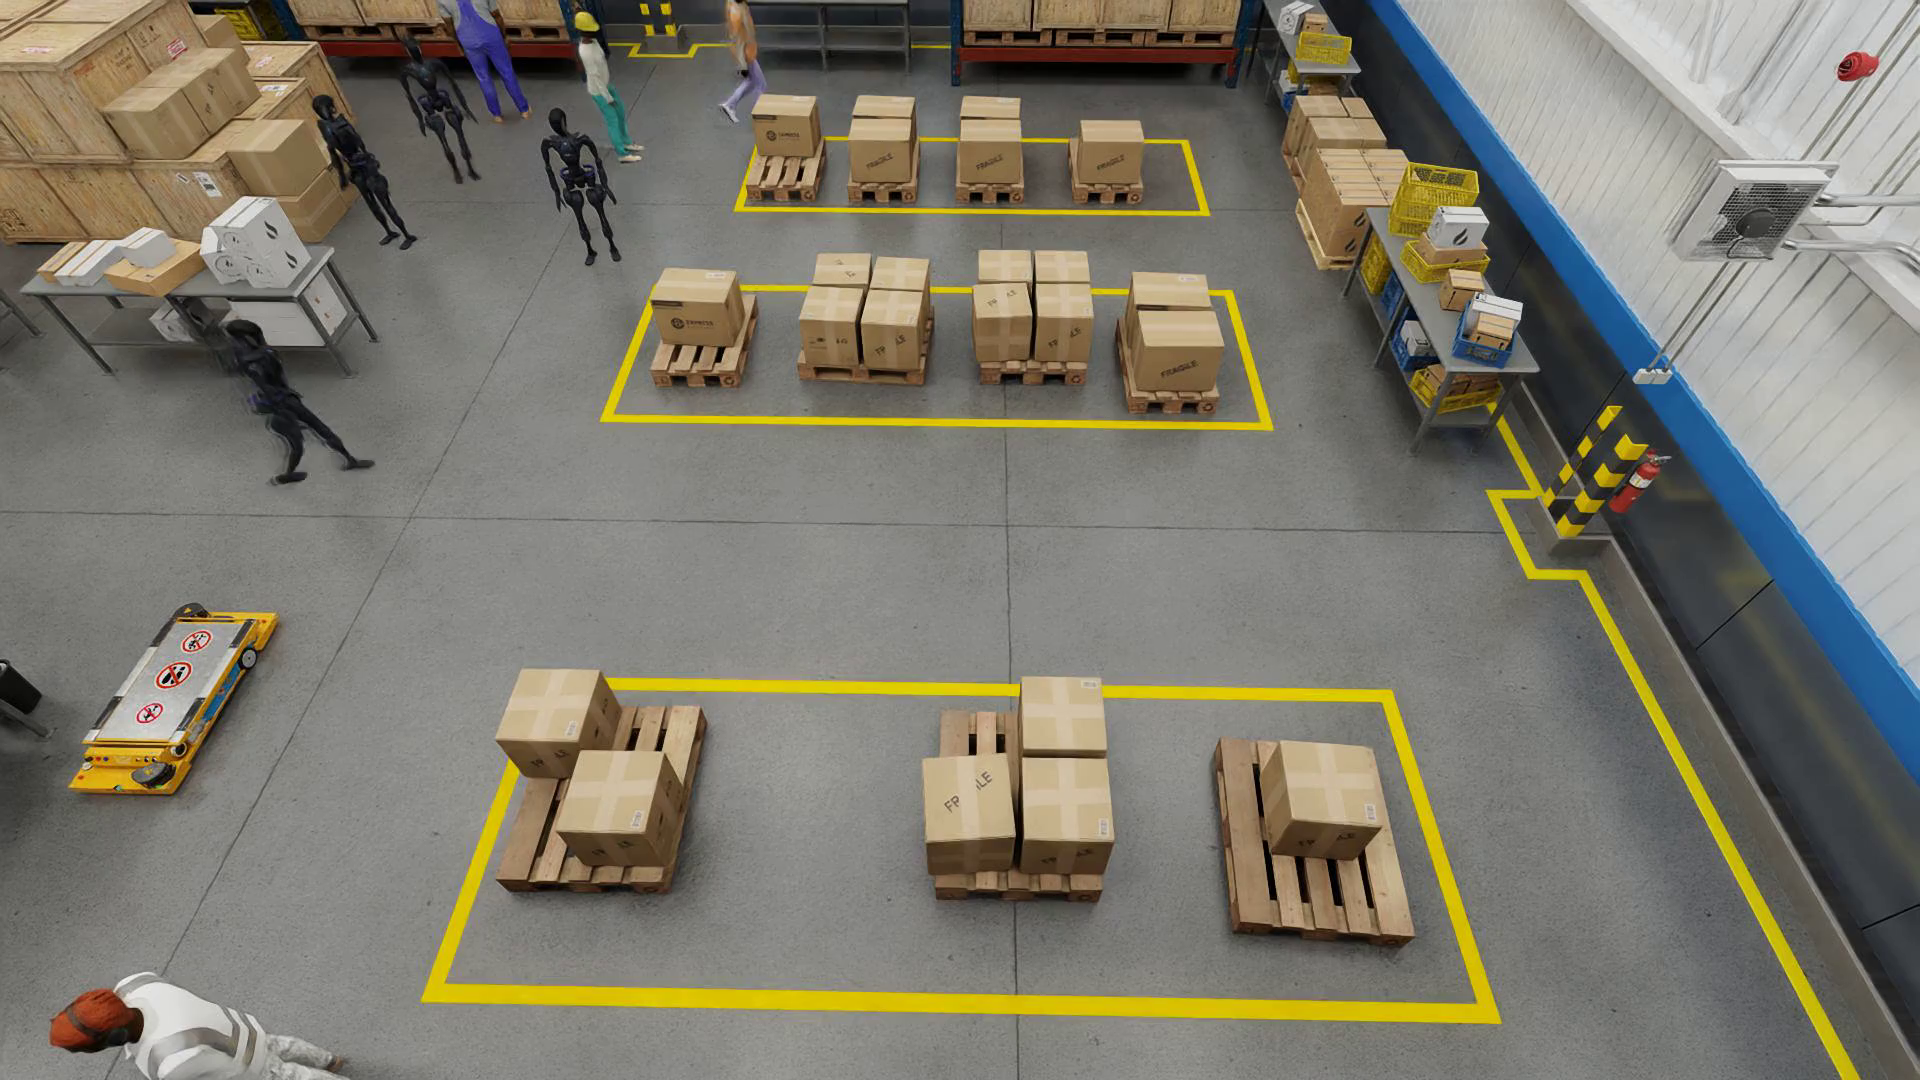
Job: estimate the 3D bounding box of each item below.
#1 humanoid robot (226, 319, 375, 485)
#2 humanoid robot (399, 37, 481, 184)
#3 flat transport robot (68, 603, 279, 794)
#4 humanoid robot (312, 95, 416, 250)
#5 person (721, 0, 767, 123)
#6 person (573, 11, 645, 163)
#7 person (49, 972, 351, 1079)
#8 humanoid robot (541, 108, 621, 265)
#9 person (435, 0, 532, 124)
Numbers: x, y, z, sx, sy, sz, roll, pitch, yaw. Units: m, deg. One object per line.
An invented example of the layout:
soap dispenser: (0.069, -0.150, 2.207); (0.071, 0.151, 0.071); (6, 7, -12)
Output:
humanoid robot: (-5.515, -1.084, 7.391); (0.727, 1.618, 0.590); (-12, 51, -10)
humanoid robot: (-5.979, -4.948, 10.630); (0.596, 1.650, 0.445); (-32, 57, -24)
flat transport robot: (-5.504, 1.072, 6.442); (0.652, 0.197, 1.431); (1, 50, 1)
humanoid robot: (-6.355, -3.870, 9.713); (0.563, 1.654, 0.356); (17, 52, 14)
person: (-2.712, -6.091, 11.446); (0.691, 1.900, 0.593); (-8, 50, -7)
person: (-4.221, -5.389, 10.951); (0.399, 1.748, 0.534); (-2, 50, -2)
person: (-3.412, 2.412, 4.268); (0.582, 1.880, 0.337); (31, 56, 23)
humanoid robot: (-3.929, -3.651, 9.526); (0.610, 1.656, 0.315); (-12, 51, -10)
person: (-6.064, -6.362, 11.591); (0.675, 2.000, 0.537); (-14, 51, -12)
